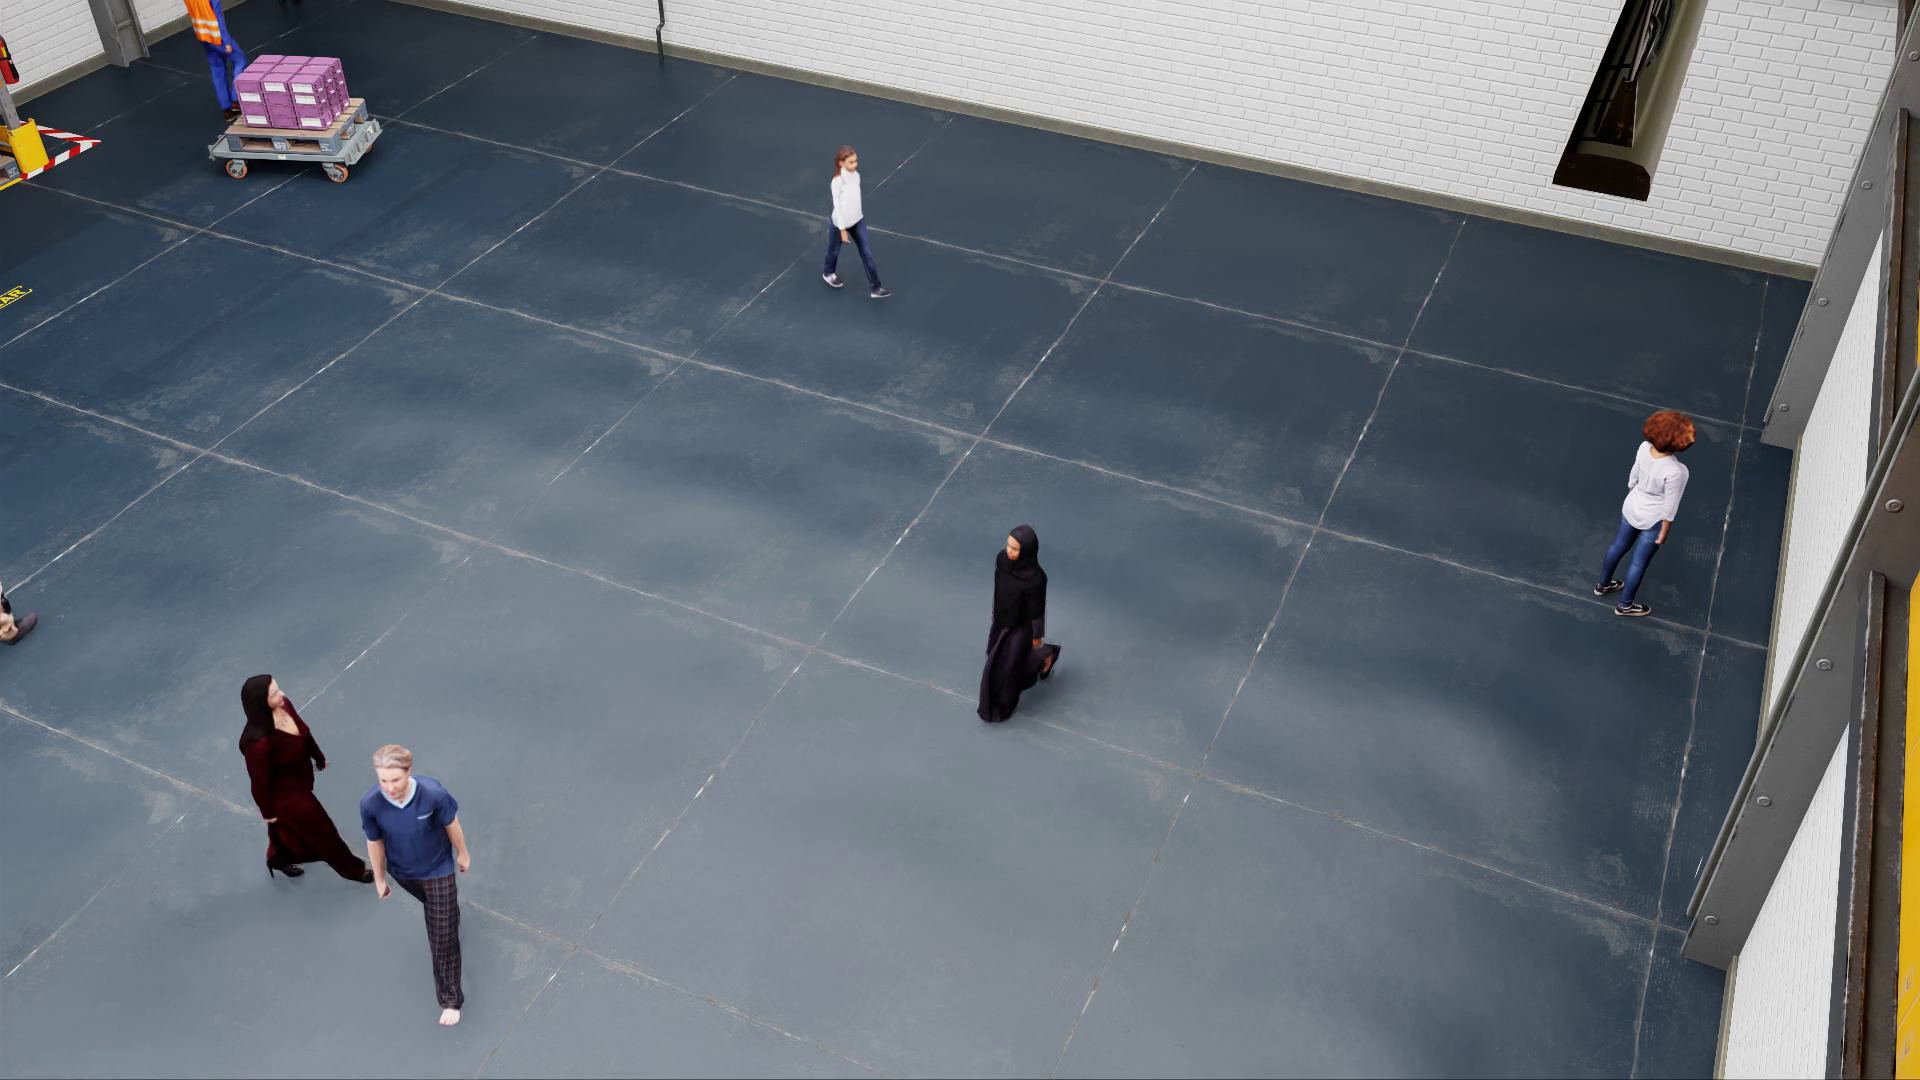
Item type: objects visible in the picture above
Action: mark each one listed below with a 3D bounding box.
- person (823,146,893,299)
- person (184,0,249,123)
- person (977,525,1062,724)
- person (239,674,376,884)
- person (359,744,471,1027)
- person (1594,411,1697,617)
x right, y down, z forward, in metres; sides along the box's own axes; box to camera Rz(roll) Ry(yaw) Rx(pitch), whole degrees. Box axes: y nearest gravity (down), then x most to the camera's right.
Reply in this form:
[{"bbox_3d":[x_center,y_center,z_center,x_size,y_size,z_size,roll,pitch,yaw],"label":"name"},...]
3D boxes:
[{"bbox_3d":[-1.146,-3.061,15.985,1.075,1.507,0.882,-29,47,-31],"label":"person"},{"bbox_3d":[-8.556,-5.662,18.972,0.717,1.843,0.699,14,41,17],"label":"person"},{"bbox_3d":[0.450,0.521,11.430,1.079,1.594,0.905,-24,45,-27],"label":"person"},{"bbox_3d":[-4.183,1.510,10.087,1.029,1.723,1.049,-3,39,-4],"label":"person"},{"bbox_3d":[-3.100,1.820,9.618,1.036,1.824,1.248,-2,39,-3],"label":"person"},{"bbox_3d":[5.046,-0.209,12.249,0.807,1.712,0.741,-11,40,-14],"label":"person"}]
